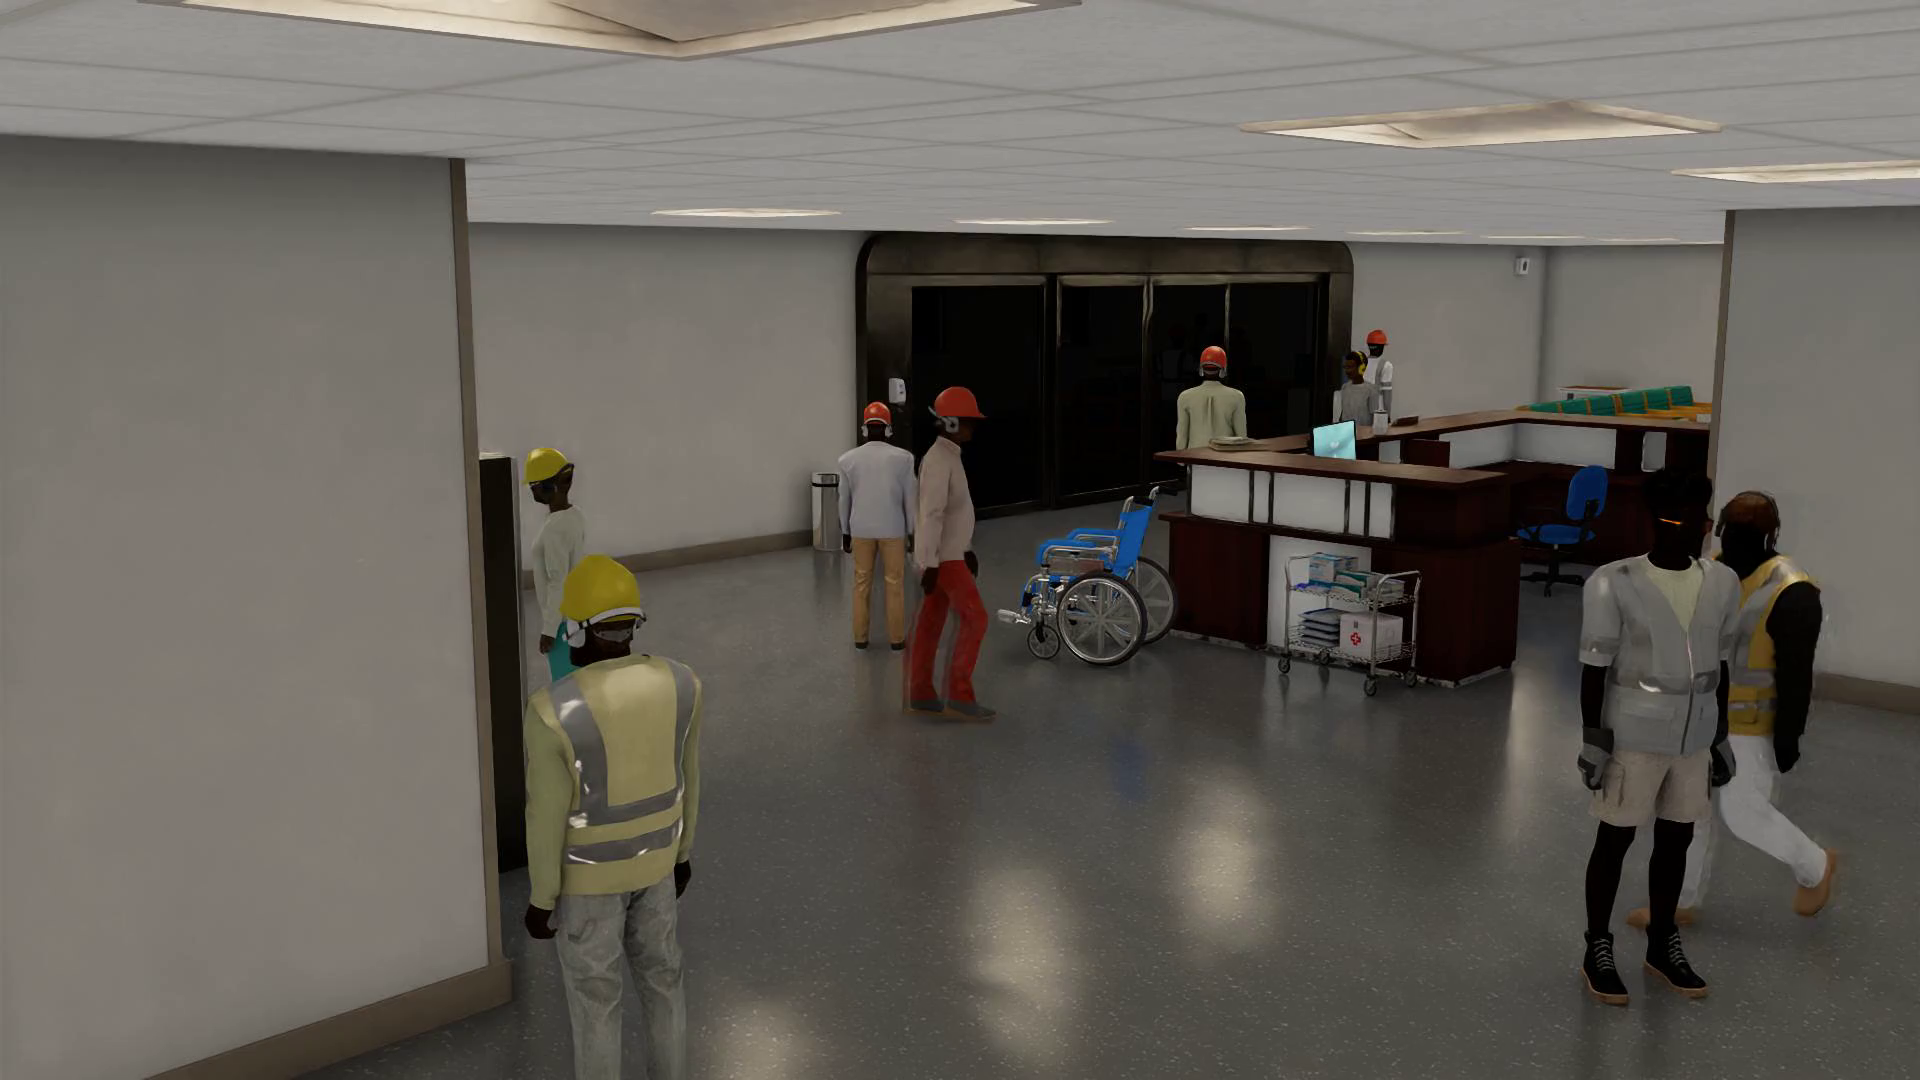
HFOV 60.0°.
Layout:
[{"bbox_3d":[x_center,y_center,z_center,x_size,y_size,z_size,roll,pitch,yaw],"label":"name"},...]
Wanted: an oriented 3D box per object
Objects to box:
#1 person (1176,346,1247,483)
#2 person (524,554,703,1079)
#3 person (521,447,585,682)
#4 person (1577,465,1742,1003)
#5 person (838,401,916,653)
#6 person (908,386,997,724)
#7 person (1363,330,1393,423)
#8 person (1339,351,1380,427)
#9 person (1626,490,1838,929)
[{"bbox_3d":[2.173,-0.674,14.375,0.610,1.996,0.378,2,9,13],"label":"person"},{"bbox_3d":[-1.035,0.950,4.923,0.404,1.833,0.590,8,12,42],"label":"person"},{"bbox_3d":[-2.052,0.402,8.508,0.328,1.759,0.524,0,9,-1],"label":"person"},{"bbox_3d":[2.533,0.700,6.036,0.615,1.964,0.361,-2,9,-10],"label":"person"},{"bbox_3d":[-0.564,-0.089,11.560,0.564,1.743,0.352,1,9,8],"label":"person"},{"bbox_3d":[-0.008,0.087,9.767,0.679,1.969,0.617,0,9,-2],"label":"person"},{"bbox_3d":[4.984,-1.568,20.089,0.392,1.929,0.546,-9,13,-43],"label":"person"},{"bbox_3d":[3.867,-0.913,16.252,0.312,1.864,0.532,-6,11,-31],"label":"person"},{"bbox_3d":[3.124,0.690,6.588,0.746,1.816,0.622,-2,10,-14],"label":"person"}]
